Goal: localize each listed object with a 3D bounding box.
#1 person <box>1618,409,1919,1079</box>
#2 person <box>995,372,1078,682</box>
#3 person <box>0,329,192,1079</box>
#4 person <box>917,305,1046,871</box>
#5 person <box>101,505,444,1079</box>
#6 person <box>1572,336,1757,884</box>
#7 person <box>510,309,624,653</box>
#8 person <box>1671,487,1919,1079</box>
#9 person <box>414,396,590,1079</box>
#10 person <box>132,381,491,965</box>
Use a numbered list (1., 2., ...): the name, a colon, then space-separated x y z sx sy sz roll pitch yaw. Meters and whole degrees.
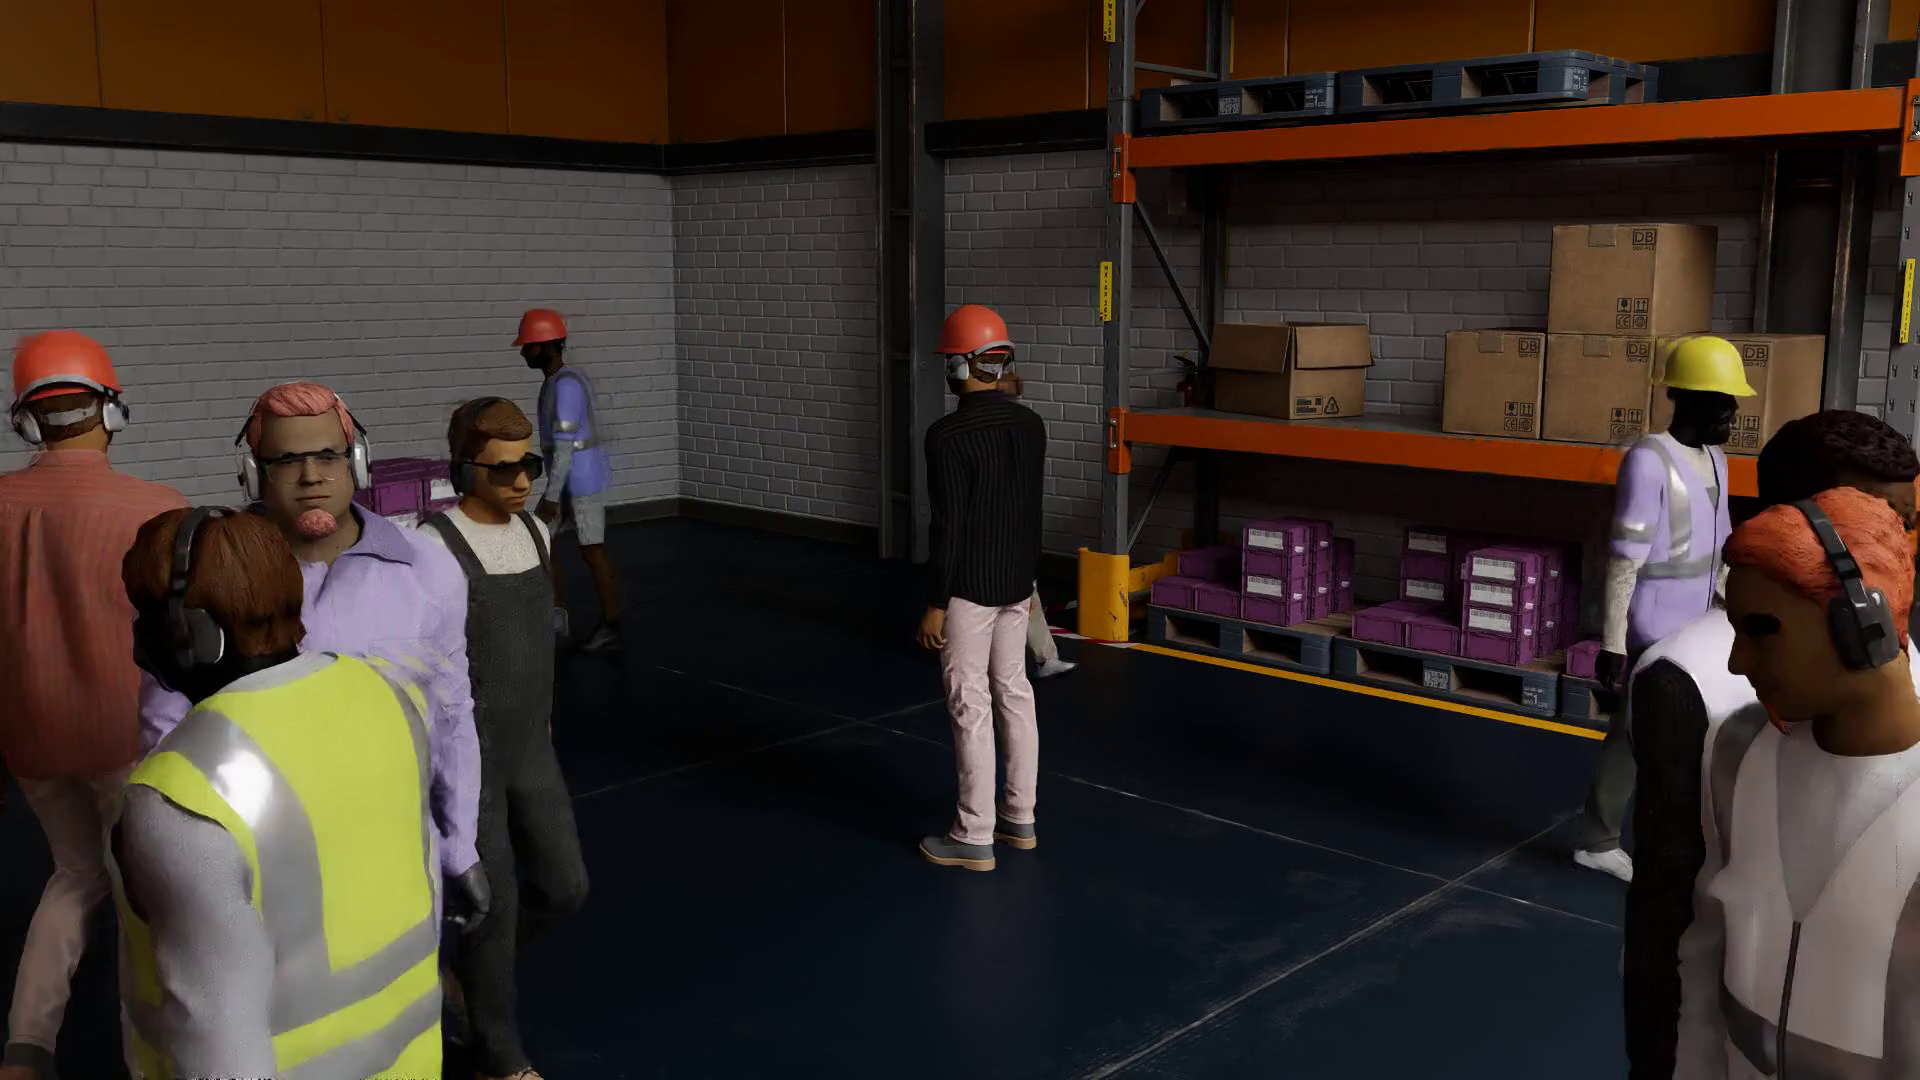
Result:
1. person: 1.237 0.749 2.603 0.597 1.914 0.372 -6 11 -32
2. person: 0.228 -0.051 8.483 0.543 1.594 0.865 -8 12 -39
3. person: -2.105 0.485 4.033 0.650 1.975 0.511 1 9 8
4. person: 0.064 0.168 5.925 0.395 1.992 0.622 7 12 38
5. person: -1.022 0.829 2.531 1.029 1.780 0.623 2 10 14
6. person: 2.470 0.287 5.489 0.896 1.889 0.617 9 13 43
7. person: -2.194 -0.301 9.086 0.720 1.900 0.551 -5 11 -28
8. person: 1.247 0.849 2.194 0.766 1.857 0.625 -3 10 -19
9. person: -1.180 0.546 4.158 0.446 1.820 0.511 5 10 28
10. person: -1.238 0.646 3.261 0.639 1.910 0.407 -6 11 -33
